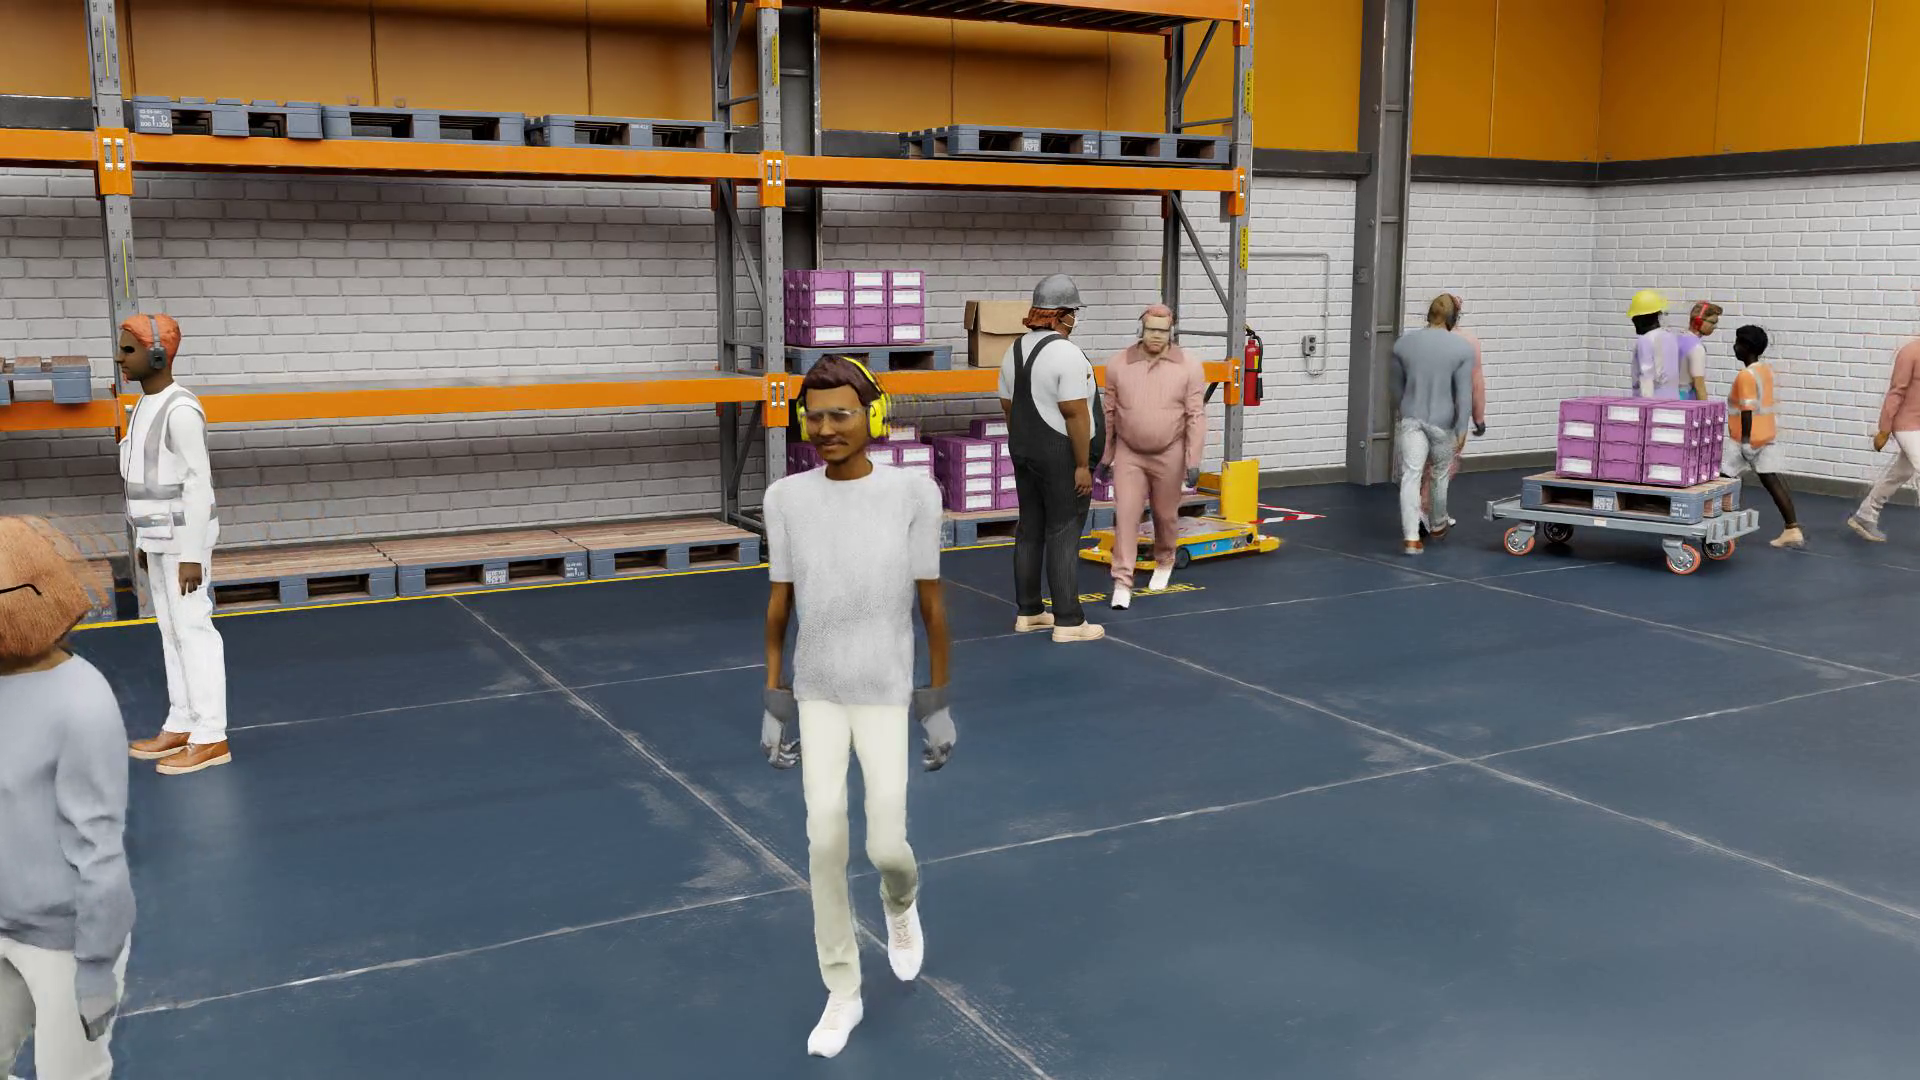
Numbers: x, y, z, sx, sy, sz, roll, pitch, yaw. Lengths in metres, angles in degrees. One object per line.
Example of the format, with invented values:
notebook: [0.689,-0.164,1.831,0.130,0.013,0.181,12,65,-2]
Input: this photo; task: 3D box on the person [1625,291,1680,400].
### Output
person: [5.477,-1.056,13.392,0.620,1.872,0.993,-7,12,-37]

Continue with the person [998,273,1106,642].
person: [0.556,-0.466,9.315,0.536,2.000,0.675,-6,11,-33]

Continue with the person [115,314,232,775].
person: [-3.251,0.017,6.854,0.361,1.883,0.574,-8,12,-40]

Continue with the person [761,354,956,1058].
person: [-0.273,0.421,4.488,0.540,1.851,0.533,2,9,11]

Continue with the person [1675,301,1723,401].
person: [5.967,-1.039,13.570,0.839,1.792,0.597,2,10,13]

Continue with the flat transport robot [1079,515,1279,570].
flat transport robot: [1.562,0.004,11.831,1.431,0.197,0.652,-8,12,-40]

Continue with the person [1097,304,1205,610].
person: [1.187,-0.541,10.368,0.672,1.859,0.947,2,10,12]

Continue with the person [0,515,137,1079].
person: [-1.729,0.754,3.129,0.517,1.619,0.361,6,11,32]

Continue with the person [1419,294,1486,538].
person: [3.696,-0.964,12.859,0.900,1.875,0.631,-8,13,-42]

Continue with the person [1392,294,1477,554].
person: [3.458,-0.851,12.182,0.618,1.874,1.040,5,10,26]

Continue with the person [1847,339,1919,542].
person: [6.971,-0.847,12.126,0.634,1.902,1.186,-3,10,-17]

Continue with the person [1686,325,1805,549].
person: [5.848,-0.760,12.298,0.546,1.652,0.893,-9,13,-43]
